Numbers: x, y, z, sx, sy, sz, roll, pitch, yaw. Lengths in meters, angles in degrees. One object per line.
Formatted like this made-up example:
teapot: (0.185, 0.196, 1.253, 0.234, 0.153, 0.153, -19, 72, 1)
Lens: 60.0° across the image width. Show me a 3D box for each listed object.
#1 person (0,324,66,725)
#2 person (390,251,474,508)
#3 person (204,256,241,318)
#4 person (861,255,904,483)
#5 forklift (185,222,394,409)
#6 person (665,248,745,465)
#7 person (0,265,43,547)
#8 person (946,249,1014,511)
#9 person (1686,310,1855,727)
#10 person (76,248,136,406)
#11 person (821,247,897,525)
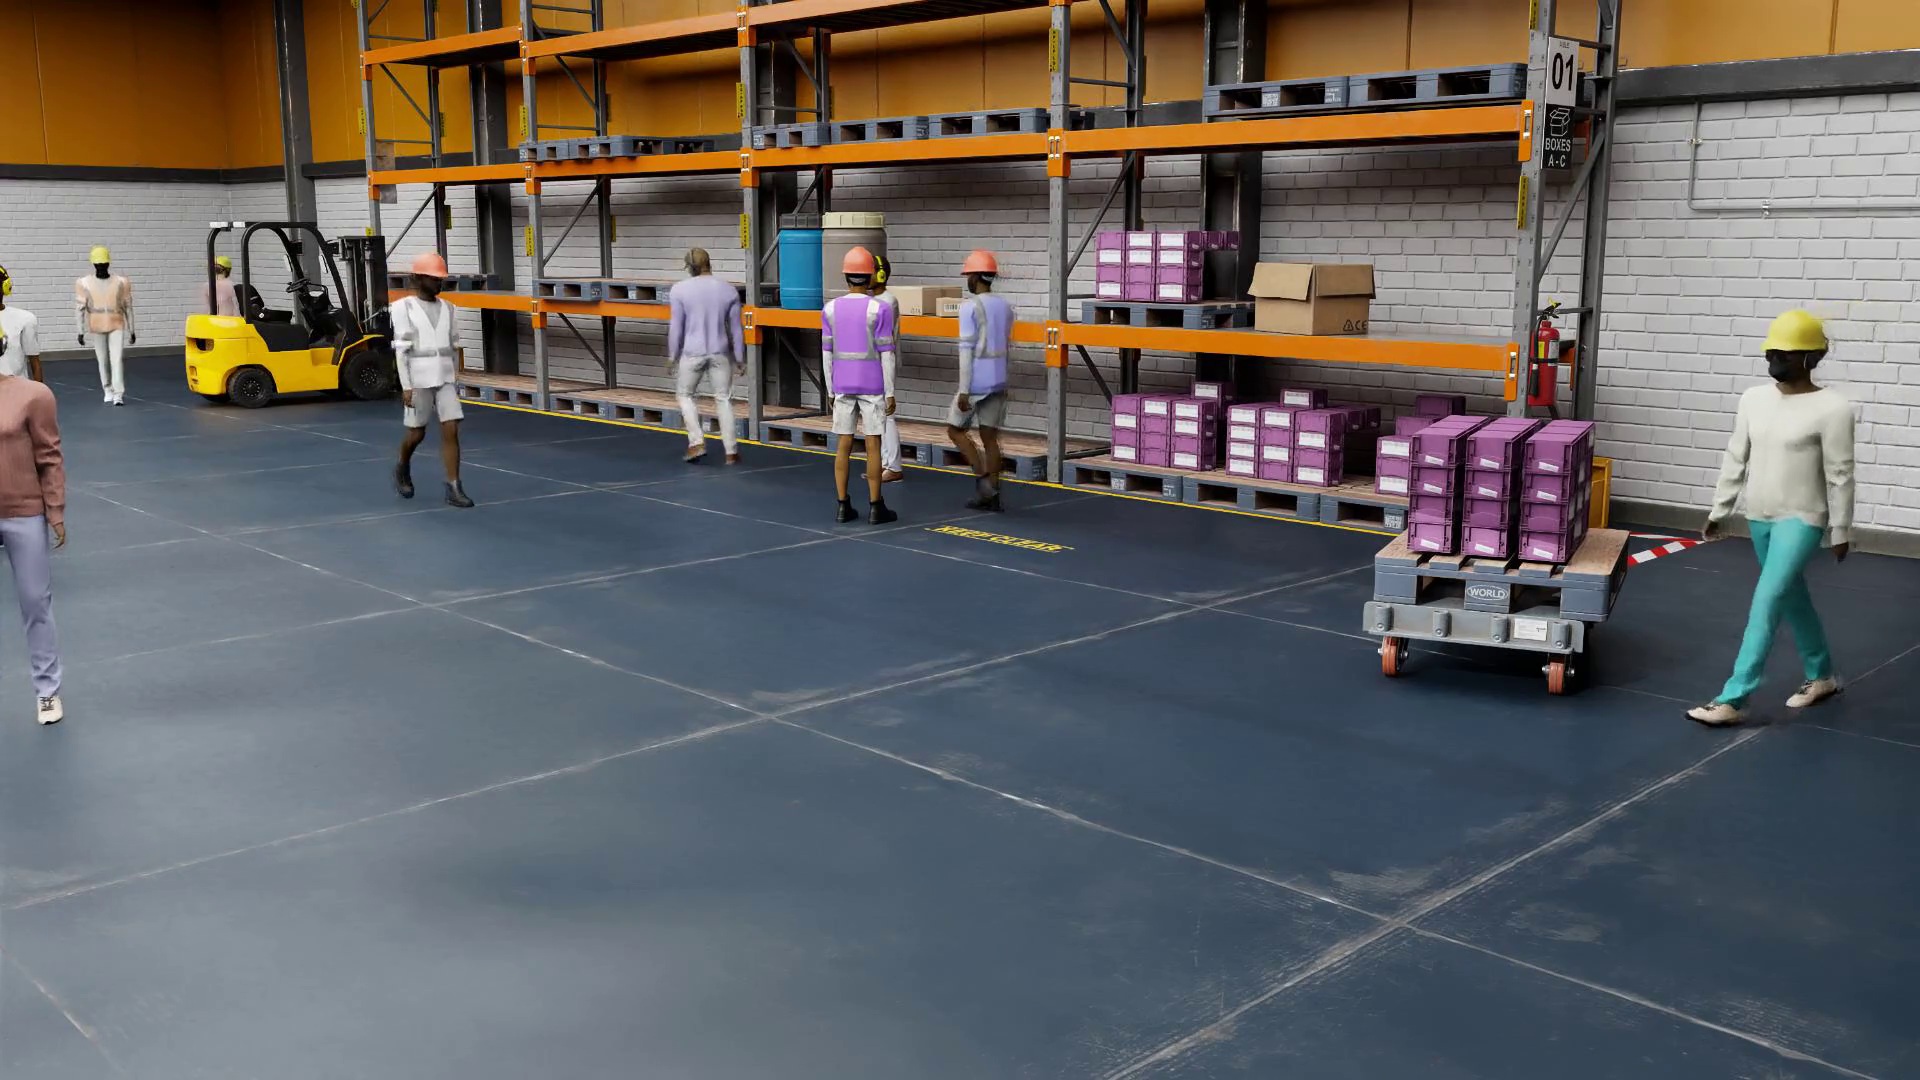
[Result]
person: (-3.952, -0.093, 6.806, 0.533, 1.765, 0.330, -3, 11, -17)
person: (-4.009, -1.207, 12.499, 0.551, 1.911, 0.826, -10, 14, -43)
person: (-9.593, -2.831, 21.738, 0.540, 1.749, 0.371, 2, 11, 13)
person: (-0.642, -1.399, 13.682, 0.321, 1.860, 0.512, -2, 11, -13)
forklift: (-8.169, -2.758, 20.163, 2.313, 2.155, 1.214, -10, 14, -44)
person: (-2.244, -1.609, 14.687, 0.717, 1.908, 0.518, -5, 12, -25)
person: (-6.131, -0.846, 10.652, 0.520, 1.862, 0.328, -1, 10, -4)
person: (0.145, -1.153, 12.162, 0.409, 1.917, 0.565, 9, 14, 40)
person: (3.433, -0.090, 6.929, 0.926, 1.723, 0.522, -4, 11, -20)
person: (-10.265, -2.564, 19.990, 0.615, 1.879, 0.987, -5, 11, -25)
person: (-0.696, -1.074, 11.673, 0.545, 1.941, 0.352, 4, 11, 21)
